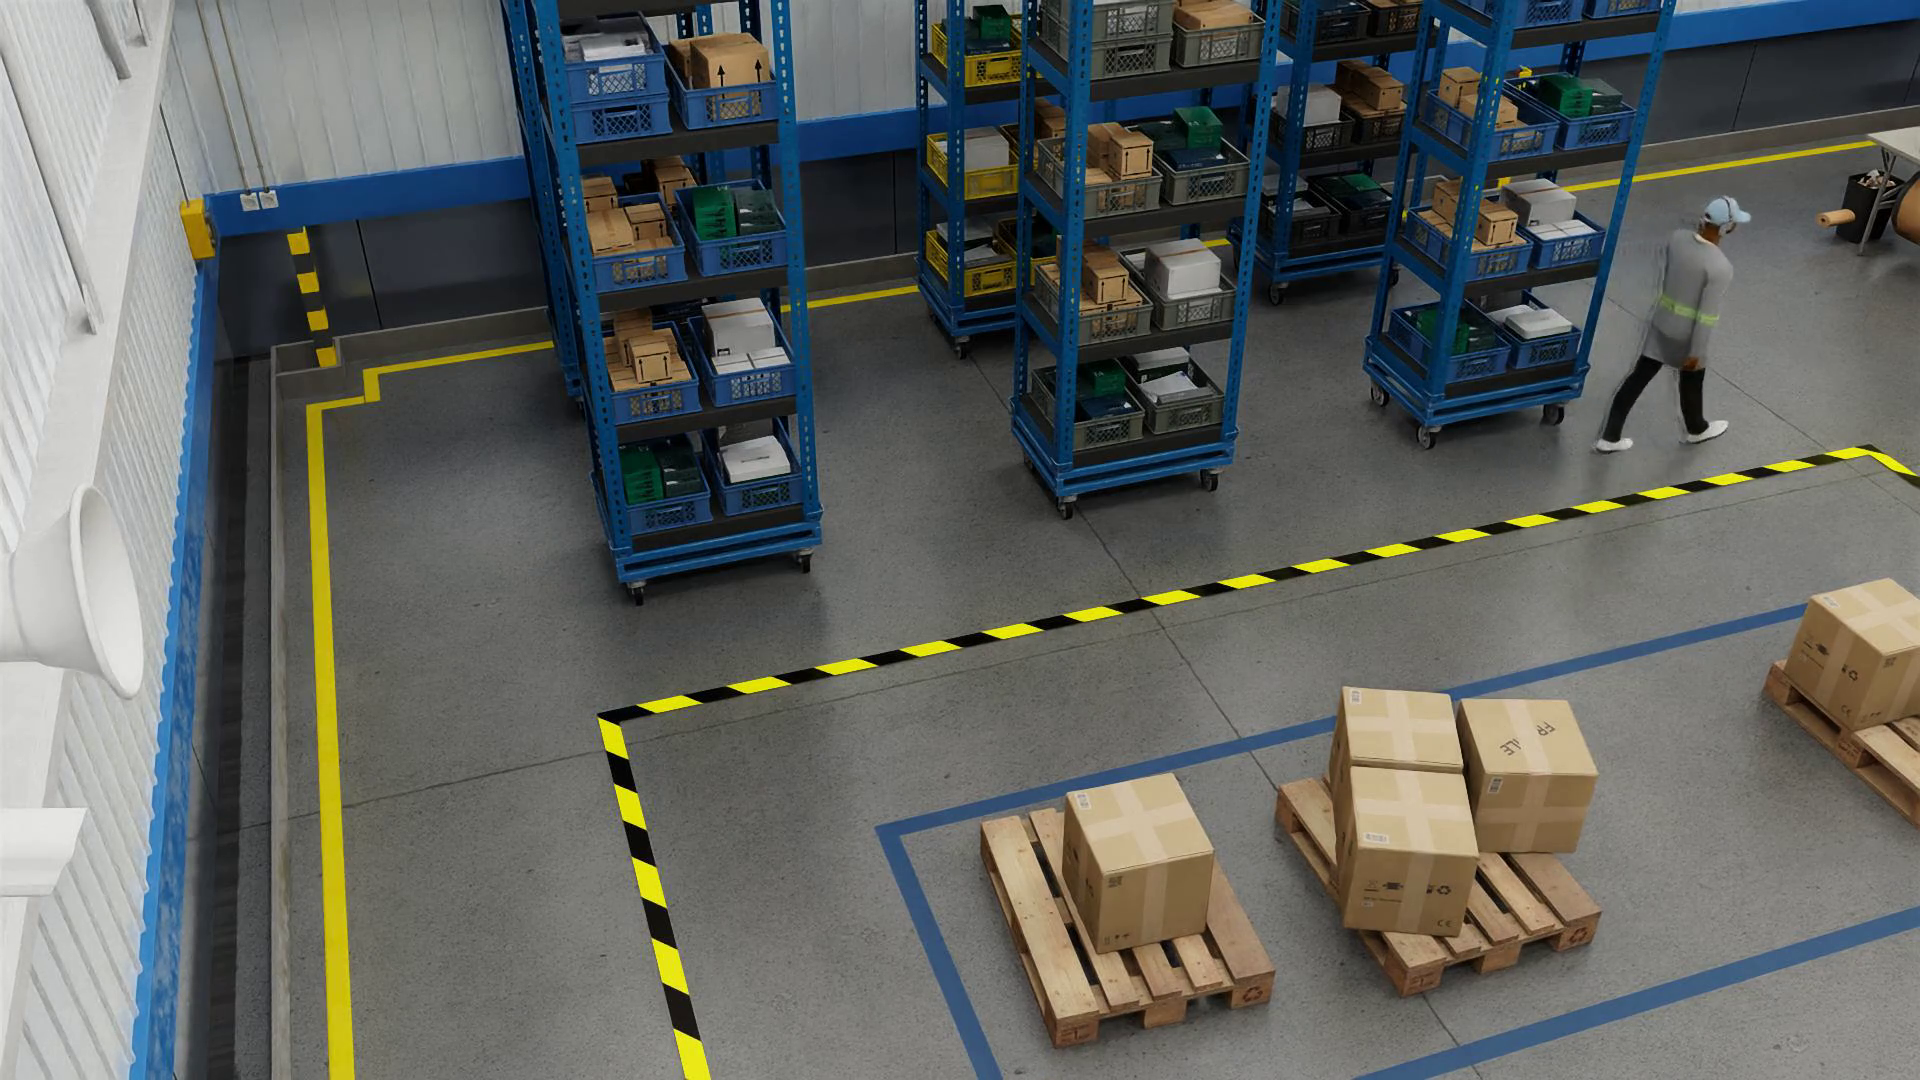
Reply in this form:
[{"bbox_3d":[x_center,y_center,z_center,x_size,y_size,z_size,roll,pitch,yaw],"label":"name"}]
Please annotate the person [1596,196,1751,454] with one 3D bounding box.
[{"bbox_3d":[4.658,-1.369,10.664,0.959,1.801,0.606,-12,37,-16],"label":"person"}]
